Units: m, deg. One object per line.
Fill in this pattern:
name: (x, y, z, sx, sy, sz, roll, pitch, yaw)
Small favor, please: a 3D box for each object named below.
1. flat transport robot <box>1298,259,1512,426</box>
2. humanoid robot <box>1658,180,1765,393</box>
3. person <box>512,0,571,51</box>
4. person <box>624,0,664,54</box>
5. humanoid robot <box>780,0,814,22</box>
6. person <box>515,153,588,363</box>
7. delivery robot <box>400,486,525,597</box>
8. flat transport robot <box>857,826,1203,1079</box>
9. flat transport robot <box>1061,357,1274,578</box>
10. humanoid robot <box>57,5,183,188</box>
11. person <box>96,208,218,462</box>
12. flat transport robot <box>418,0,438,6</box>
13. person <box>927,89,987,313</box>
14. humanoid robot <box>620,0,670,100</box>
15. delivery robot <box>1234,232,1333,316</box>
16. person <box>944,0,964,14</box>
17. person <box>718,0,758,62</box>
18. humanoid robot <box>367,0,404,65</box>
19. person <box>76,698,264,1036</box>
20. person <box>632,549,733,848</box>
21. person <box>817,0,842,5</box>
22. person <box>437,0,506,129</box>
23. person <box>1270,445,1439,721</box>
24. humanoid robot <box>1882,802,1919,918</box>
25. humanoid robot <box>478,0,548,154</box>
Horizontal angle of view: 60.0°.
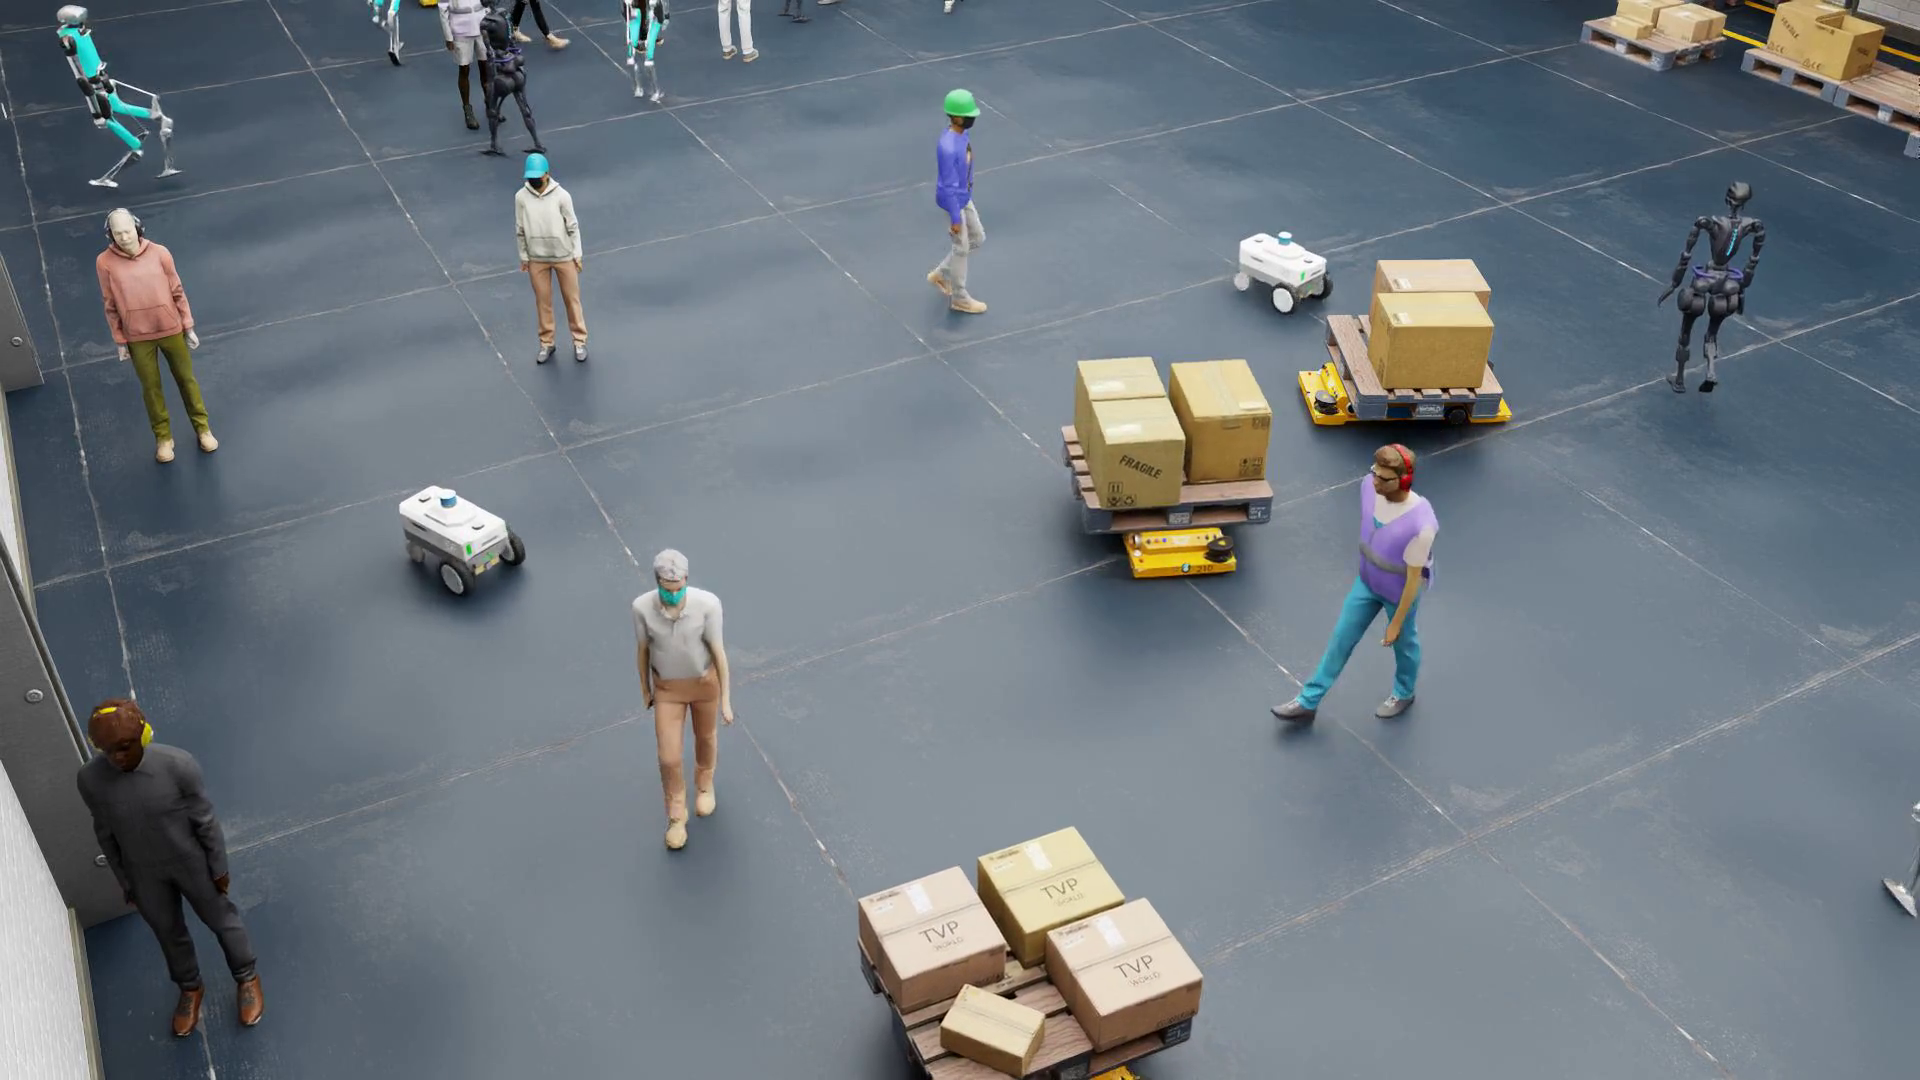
flat transport robot: (3.277, -1.099, 12.285, 1.431, 0.231, 0.659, -1, 35, -1)
humanoid robot: (5.437, -1.790, 12.052, 0.599, 1.642, 0.467, 3, 35, 5)
person: (-4.800, -6.312, 18.522, 0.852, 1.643, 0.527, 8, 36, 12)
person: (-3.600, -6.427, 18.414, 0.368, 1.966, 0.603, 12, 37, 17)
humanoid robot: (-1.941, -6.896, 19.340, 0.377, 1.654, 0.609, 1, 35, 1)
person: (-3.071, -2.109, 12.500, 0.463, 1.674, 0.376, -1, 35, -1)
delivery robot: (-3.171, -0.027, 10.519, 0.788, 0.610, 0.499, 23, 41, 29)
flat transport robot: (0.282, 2.183, 7.600, 0.659, 0.231, 1.431, -15, 38, -20)
flat transport robot: (1.344, -0.248, 11.070, 0.659, 0.231, 1.431, -4, 35, -5)
humanoid robot: (-7.627, -4.000, 15.180, 1.037, 1.754, 0.550, -5, 35, -7)
person: (-5.508, -1.415, 11.370, 0.521, 1.837, 0.368, -16, 38, -22)
flat transport robot: (-6.500, -6.930, 20.610, 0.659, 0.231, 1.431, -17, 39, -23)
person: (-0.010, -2.658, 13.121, 0.422, 1.863, 0.491, 8, 36, 12)
humanoid robot: (-3.280, -5.371, 17.063, 0.530, 1.754, 0.659, 6, 35, 8)
delivery robot: (2.650, -2.219, 13.638, 0.499, 0.599, 0.784, -27, 43, -33)
person: (-0.069, -7.177, 19.606, 0.596, 1.818, 0.466, 2, 35, 3)
person: (-2.480, -6.176, 18.133, 0.573, 1.880, 0.361, 10, 36, 14)
humanoid robot: (-6.289, -6.123, 18.199, 0.561, 1.793, 0.947, -1, 35, -2)
person: (-3.458, 1.428, 7.288, 0.486, 1.869, 0.356, -6, 35, -9)
person: (-1.373, 0.797, 8.322, 0.454, 1.714, 0.658, -4, 35, -6)
person: (-1.571, -7.389, 19.810, 0.417, 1.941, 0.554, -6, 35, -9)
person: (-4.851, -5.061, 16.493, 0.550, 1.930, 0.369, -24, 42, -30)
person: (2.217, 0.298, 8.957, 0.968, 1.798, 0.601, -17, 39, -23)
humanoid robot: (4.917, 1.037, 7.965, 0.872, 1.779, 0.585, 9, 36, 13)
humanoid robot: (-4.378, -4.499, 15.928, 0.643, 1.632, 0.609, 8, 36, 11)
